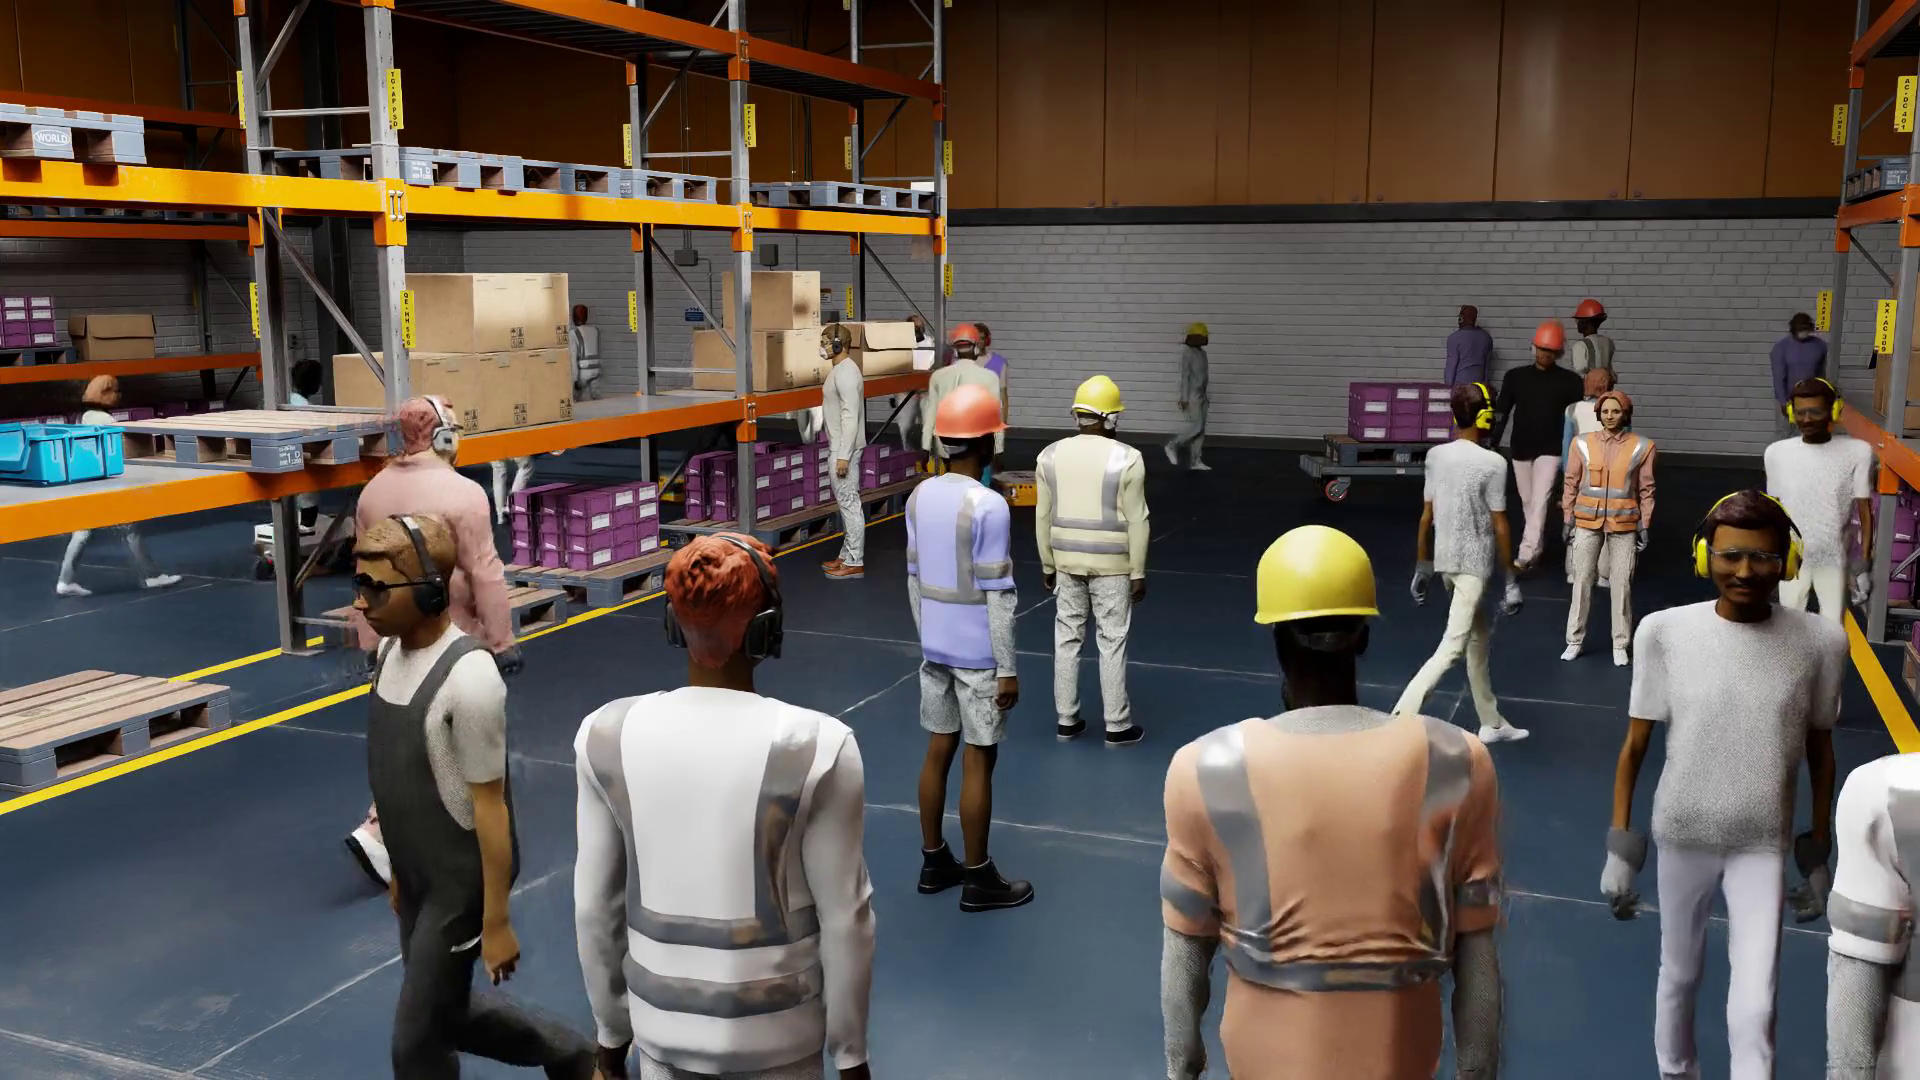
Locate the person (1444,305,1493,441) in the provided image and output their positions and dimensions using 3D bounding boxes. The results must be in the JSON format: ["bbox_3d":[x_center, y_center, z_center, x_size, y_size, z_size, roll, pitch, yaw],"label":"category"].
[{"bbox_3d":[5.944,-1.811,19.624,0.641,1.908,0.407,-5,10,-26],"label":"person"}]

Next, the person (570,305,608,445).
[{"bbox_3d":[-5.050,-2.189,22.088,0.941,1.846,0.586,8,12,39],"label":"person"}]

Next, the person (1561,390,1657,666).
[{"bbox_3d":[3.847,-0.073,9.896,0.518,1.640,0.307,5,10,26],"label":"person"}]

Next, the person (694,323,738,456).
[{"bbox_3d":[-2.411,-1.364,17.096,1.001,1.850,0.603,-2,10,-12],"label":"person"}]

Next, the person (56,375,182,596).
[{"bbox_3d":[-6.169,-0.396,12.003,0.516,1.590,0.856,7,12,36],"label":"person"}]

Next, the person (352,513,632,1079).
[{"bbox_3d":[-1.173,0.811,4.027,0.753,1.818,0.545,-8,12,-40],"label":"person"}]

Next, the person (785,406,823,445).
[{"bbox_3d":[-1.689,-1.473,18.549,0.505,1.596,0.831,2,10,12],"label":"person"}]

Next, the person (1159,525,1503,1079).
[{"bbox_3d":[0.661,0.925,3.036,0.602,1.904,0.470,0,9,-1],"label":"person"}]

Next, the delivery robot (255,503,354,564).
[{"bbox_3d":[-5.005,-0.043,12.712,0.477,0.478,0.707,6,11,32],"label":"delivery robot"}]

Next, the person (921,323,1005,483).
[{"bbox_3d":[0.025,-0.741,13.118,0.633,1.930,1.127,4,10,25],"label":"person"}]

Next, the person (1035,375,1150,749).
[{"bbox_3d":[0.664,0.109,8.208,0.592,1.834,0.404,6,11,31],"label":"person"}]

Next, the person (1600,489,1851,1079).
[{"bbox_3d":[1.878,0.791,4.113,0.535,1.824,0.926,4,10,24],"label":"person"}]

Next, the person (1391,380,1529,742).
[{"bbox_3d":[2.411,0.146,8.023,0.967,1.834,0.532,-4,10,-22],"label":"person"}]

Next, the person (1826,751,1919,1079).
[{"bbox_3d":[1.795,0.962,2.898,0.554,1.900,1.007,4,10,21],"label":"person"}]

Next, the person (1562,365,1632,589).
[{"bbox_3d":[4.677,-0.457,12.233,0.518,1.638,0.309,9,13,43],"label":"person"}]

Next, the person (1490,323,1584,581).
[{"bbox_3d":[4.371,-0.676,12.659,0.623,1.924,1.076,7,12,36],"label":"person"}]

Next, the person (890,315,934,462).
[{"bbox_3d":[-0.474,-1.633,18.807,0.666,1.815,0.459,0,9,1],"label":"person"}]

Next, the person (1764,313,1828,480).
[{"bbox_3d":[9.030,-1.512,17.957,0.653,1.878,0.858,0,9,3],"label":"person"}]

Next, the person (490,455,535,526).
[{"bbox_3d":[-4.131,-0.933,15.141,0.524,1.629,0.370,4,10,25],"label":"person"}]

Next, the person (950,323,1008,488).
[{"bbox_3d":[0.163,-1.141,15.780,0.608,1.827,0.449,3,10,16],"label":"person"}]

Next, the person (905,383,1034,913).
[{"bbox_3d":[0.033,0.396,6.139,0.347,1.942,0.549,-7,12,-38],"label":"person"}]

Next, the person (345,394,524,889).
[{"bbox_3d":[-2.087,0.377,6.473,0.638,1.877,0.832,7,12,35],"label":"person"}]

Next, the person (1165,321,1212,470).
[{"bbox_3d":[2.693,-1.666,19.278,0.452,1.729,0.489,6,11,31],"label":"person"}]

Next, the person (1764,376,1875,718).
[{"bbox_3d":[4.226,0.107,8.203,0.538,1.840,0.663,6,11,33],"label":"person"}]

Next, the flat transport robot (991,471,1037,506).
[{"bbox_3d":[0.670,-0.539,16.860,0.652,0.197,1.431,-2,10,-14],"label":"flat transport robot"}]

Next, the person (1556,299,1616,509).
[{"bbox_3d":[6.070,-1.307,16.150,0.605,2.045,0.378,-8,12,-38],"label":"person"}]

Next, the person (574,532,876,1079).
[{"bbox_3d":[-0.433,0.921,3.141,0.575,1.882,0.361,3,10,16],"label":"person"}]

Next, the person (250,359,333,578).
[{"bbox_3d":[-5.013,-0.522,12.505,0.533,1.671,0.570,-8,12,-39],"label":"person"}]

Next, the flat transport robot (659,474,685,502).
[{"bbox_3d":[-2.538,-0.585,17.139,1.431,0.197,0.652,-9,13,-43],"label":"flat transport robot"}]

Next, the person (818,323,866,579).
[{"bbox_3d":[-0.888,-0.674,12.634,0.355,1.938,0.634,-1,9,-6],"label":"person"}]
